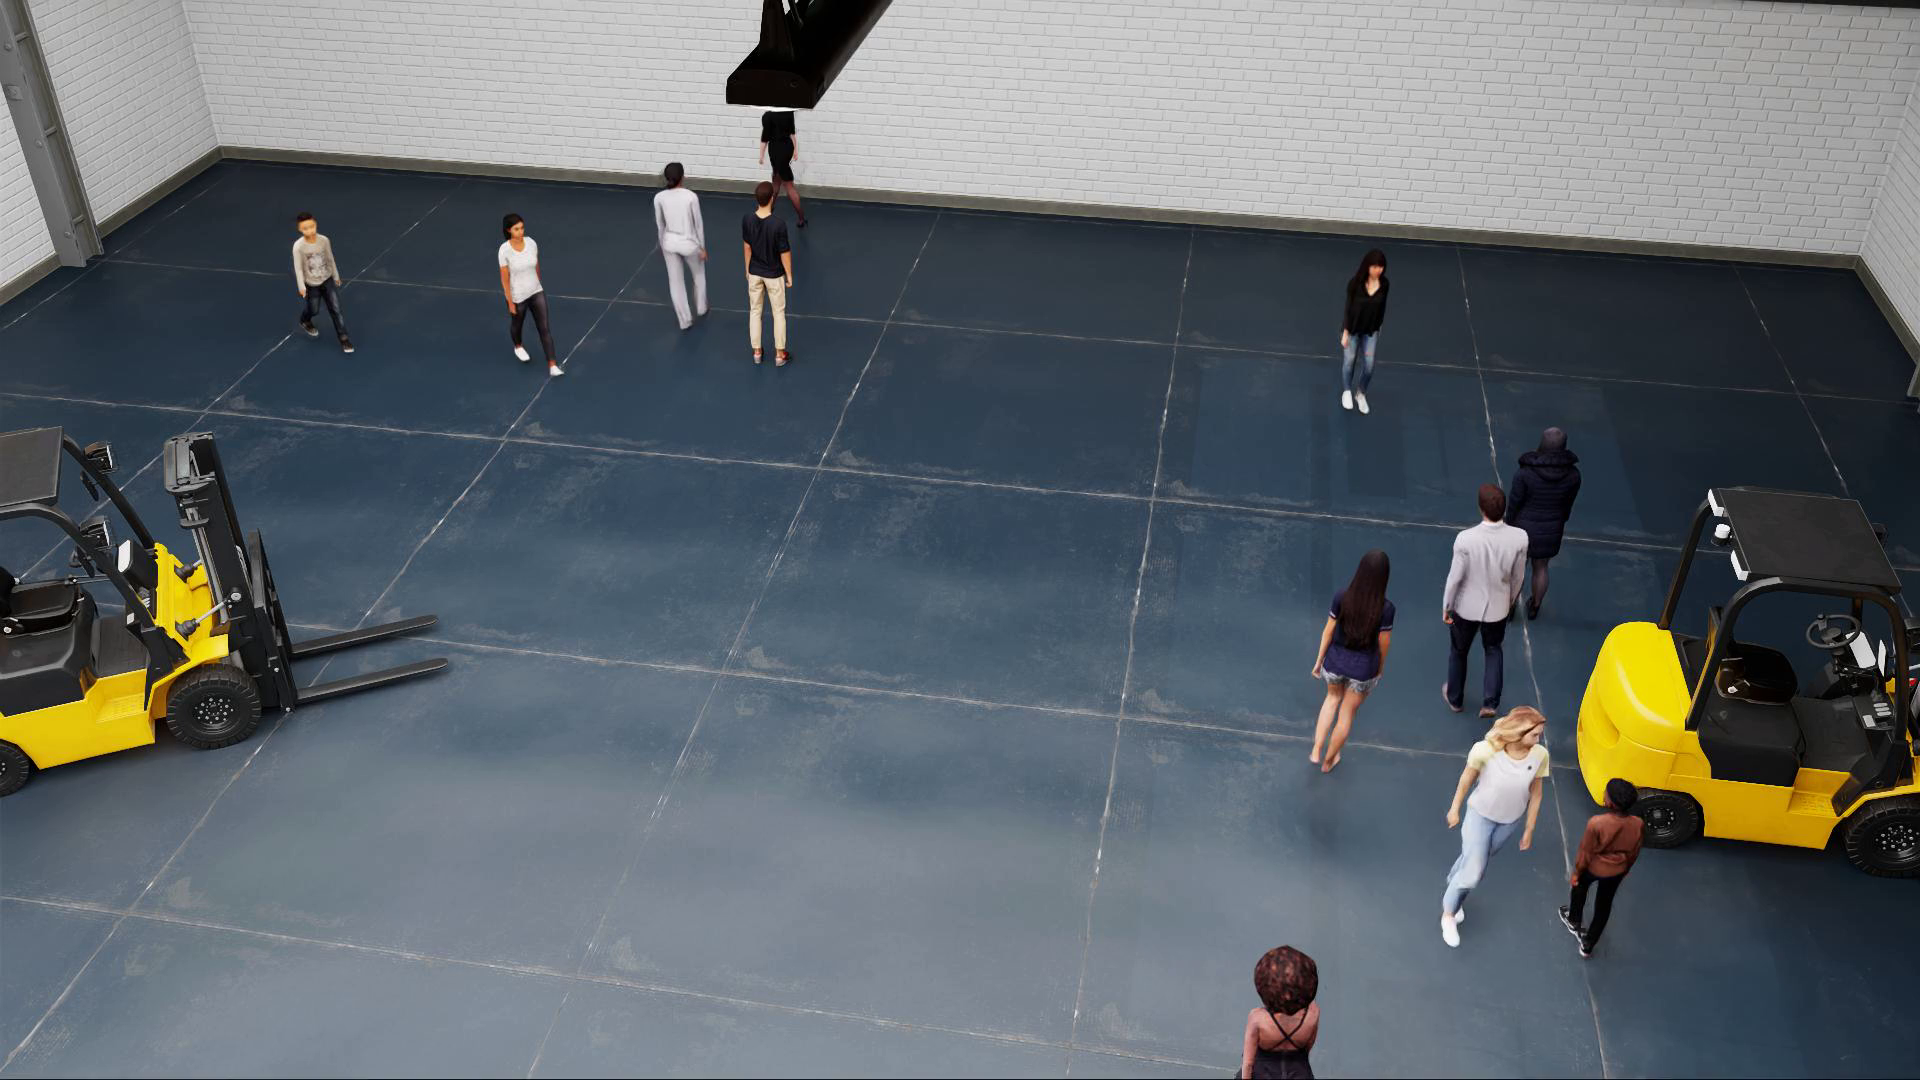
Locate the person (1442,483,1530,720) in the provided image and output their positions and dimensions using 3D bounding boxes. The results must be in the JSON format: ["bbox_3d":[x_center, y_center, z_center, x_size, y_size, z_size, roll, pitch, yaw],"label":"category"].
[{"bbox_3d":[3.641,0.496,11.548,0.738,1.832,0.865,4,34,5],"label":"person"}]

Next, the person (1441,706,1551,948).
[{"bbox_3d":[3.178,1.609,9.995,0.748,1.698,0.816,0,34,0],"label":"person"}]

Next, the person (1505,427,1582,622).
[{"bbox_3d":[4.368,-0.118,12.614,0.718,1.674,0.701,-1,34,-1],"label":"person"}]

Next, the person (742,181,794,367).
[{"bbox_3d":[-1.884,-2.577,16.153,0.638,1.851,0.538,7,34,11],"label":"person"}]

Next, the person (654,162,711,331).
[{"bbox_3d":[-2.828,-2.938,16.817,0.715,1.719,0.855,1,34,2],"label":"person"}]

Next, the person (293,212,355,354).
[{"bbox_3d":[-6.424,-2.586,16.543,0.991,1.435,1.001,28,42,35],"label":"person"}]

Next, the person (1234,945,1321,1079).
[{"bbox_3d":[1.578,2.760,8.197,0.662,1.770,0.842,-1,34,-2],"label":"person"}]

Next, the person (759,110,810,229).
[{"bbox_3d":[-1.987,-4.337,18.978,1.011,1.657,1.077,27,42,34],"label":"person"}]

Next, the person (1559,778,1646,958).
[{"bbox_3d":[3.831,1.981,9.852,0.607,1.238,0.668,0,34,-1],"label":"person"}]

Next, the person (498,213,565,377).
[{"bbox_3d":[-4.264,-2.384,16.097,1.078,1.593,1.090,-25,41,-32],"label":"person"}]

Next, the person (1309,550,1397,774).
[{"bbox_3d":[2.579,0.899,11.020,0.687,1.746,0.710,16,37,23],"label":"person"}]

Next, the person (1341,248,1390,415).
[{"bbox_3d":[3.717,-2.001,15.486,0.599,1.631,0.640,1,34,1],"label":"person"}]
